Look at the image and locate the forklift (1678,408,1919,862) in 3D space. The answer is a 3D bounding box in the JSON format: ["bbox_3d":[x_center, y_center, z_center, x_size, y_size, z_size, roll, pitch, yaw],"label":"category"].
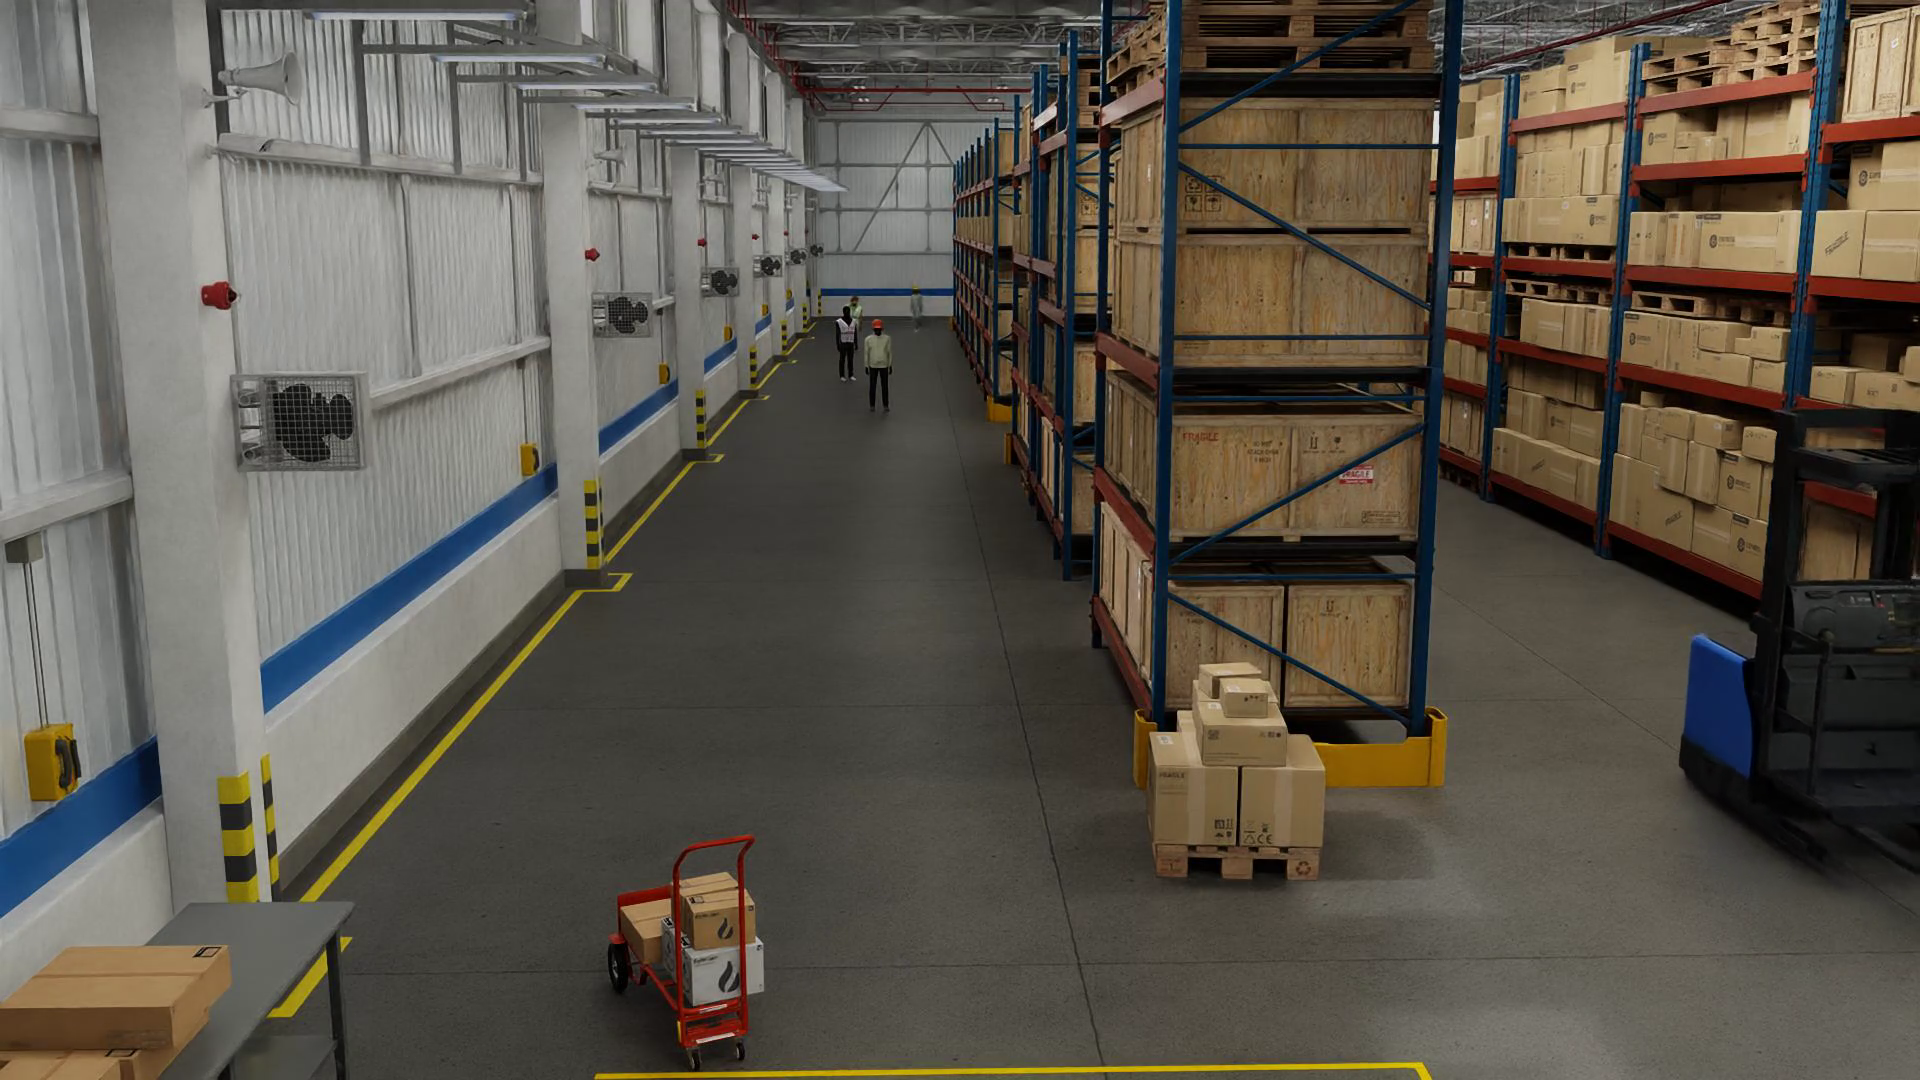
[{"bbox_3d":[5.855,0.509,11.201,1.129,2.768,1.873,0,11,-2],"label":"forklift"}]

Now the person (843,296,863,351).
[{"bbox_3d":[-3.240,-6.447,50.187,0.601,1.800,0.869,-2,11,-8],"label":"person"}]

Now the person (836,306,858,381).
[{"bbox_3d":[-2.897,-5.015,42.477,0.586,1.913,0.398,-7,13,-31],"label":"person"}]

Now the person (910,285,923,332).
[{"bbox_3d":[-1.636,-8.466,60.901,0.502,1.725,0.527,7,13,33],"label":"person"}]

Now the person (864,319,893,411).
[{"bbox_3d":[-1.749,-3.741,35.655,0.617,1.986,0.408,-2,11,-8],"label":"person"}]
